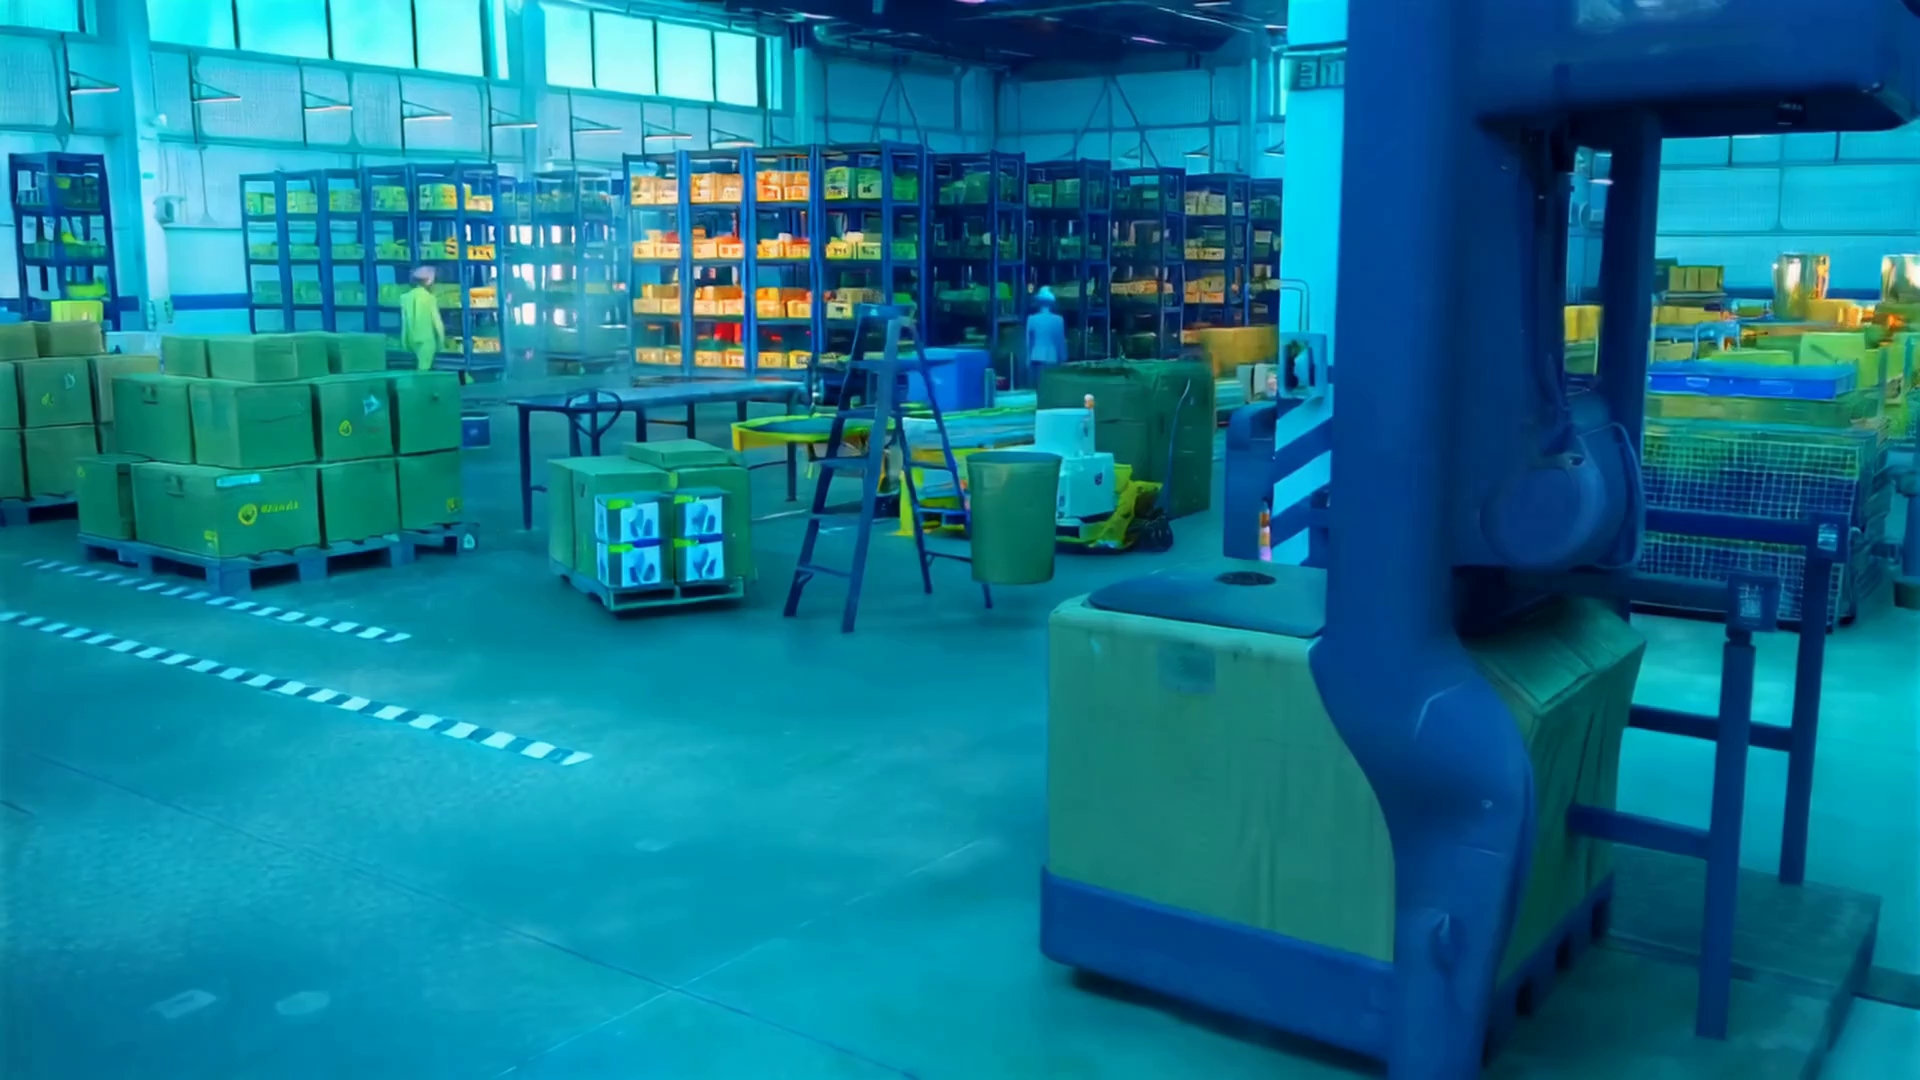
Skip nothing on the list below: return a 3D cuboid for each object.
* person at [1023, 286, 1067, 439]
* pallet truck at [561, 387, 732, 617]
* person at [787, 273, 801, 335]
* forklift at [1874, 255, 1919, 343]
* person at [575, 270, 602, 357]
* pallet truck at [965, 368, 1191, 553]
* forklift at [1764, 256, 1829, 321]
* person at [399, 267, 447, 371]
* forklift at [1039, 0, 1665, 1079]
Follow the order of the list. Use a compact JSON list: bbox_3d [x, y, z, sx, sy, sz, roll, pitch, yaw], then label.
[{"bbox_3d":[0.922,-2.036,19.051,0.514,1.741,0.811,7,12,38],"label":"person"},{"bbox_3d":[-1.981,-0.274,10.088,0.680,1.201,1.601,-5,11,-28],"label":"pallet truck"},{"bbox_3d":[-3.304,-4.334,32.602,0.901,1.797,0.587,-8,12,-39],"label":"person"},{"bbox_3d":[22.089,-5.634,38.796,1.157,1.987,2.680,6,11,33],"label":"forklift"},{"bbox_3d":[-7.794,-4.698,34.643,0.595,1.826,0.606,5,11,30],"label":"person"},{"bbox_3d":[0.845,-0.609,11.869,1.630,1.274,0.653,7,12,35],"label":"pallet truck"},{"bbox_3d":[20.253,-5.854,40.139,1.157,1.987,2.680,7,12,35],"label":"forklift"},{"bbox_3d":[-7.197,-2.659,22.162,0.640,1.955,0.998,4,10,21],"label":"person"},{"bbox_3d":[1.249,-0.137,4.360,1.873,2.768,1.129,7,12,35],"label":"forklift"}]
